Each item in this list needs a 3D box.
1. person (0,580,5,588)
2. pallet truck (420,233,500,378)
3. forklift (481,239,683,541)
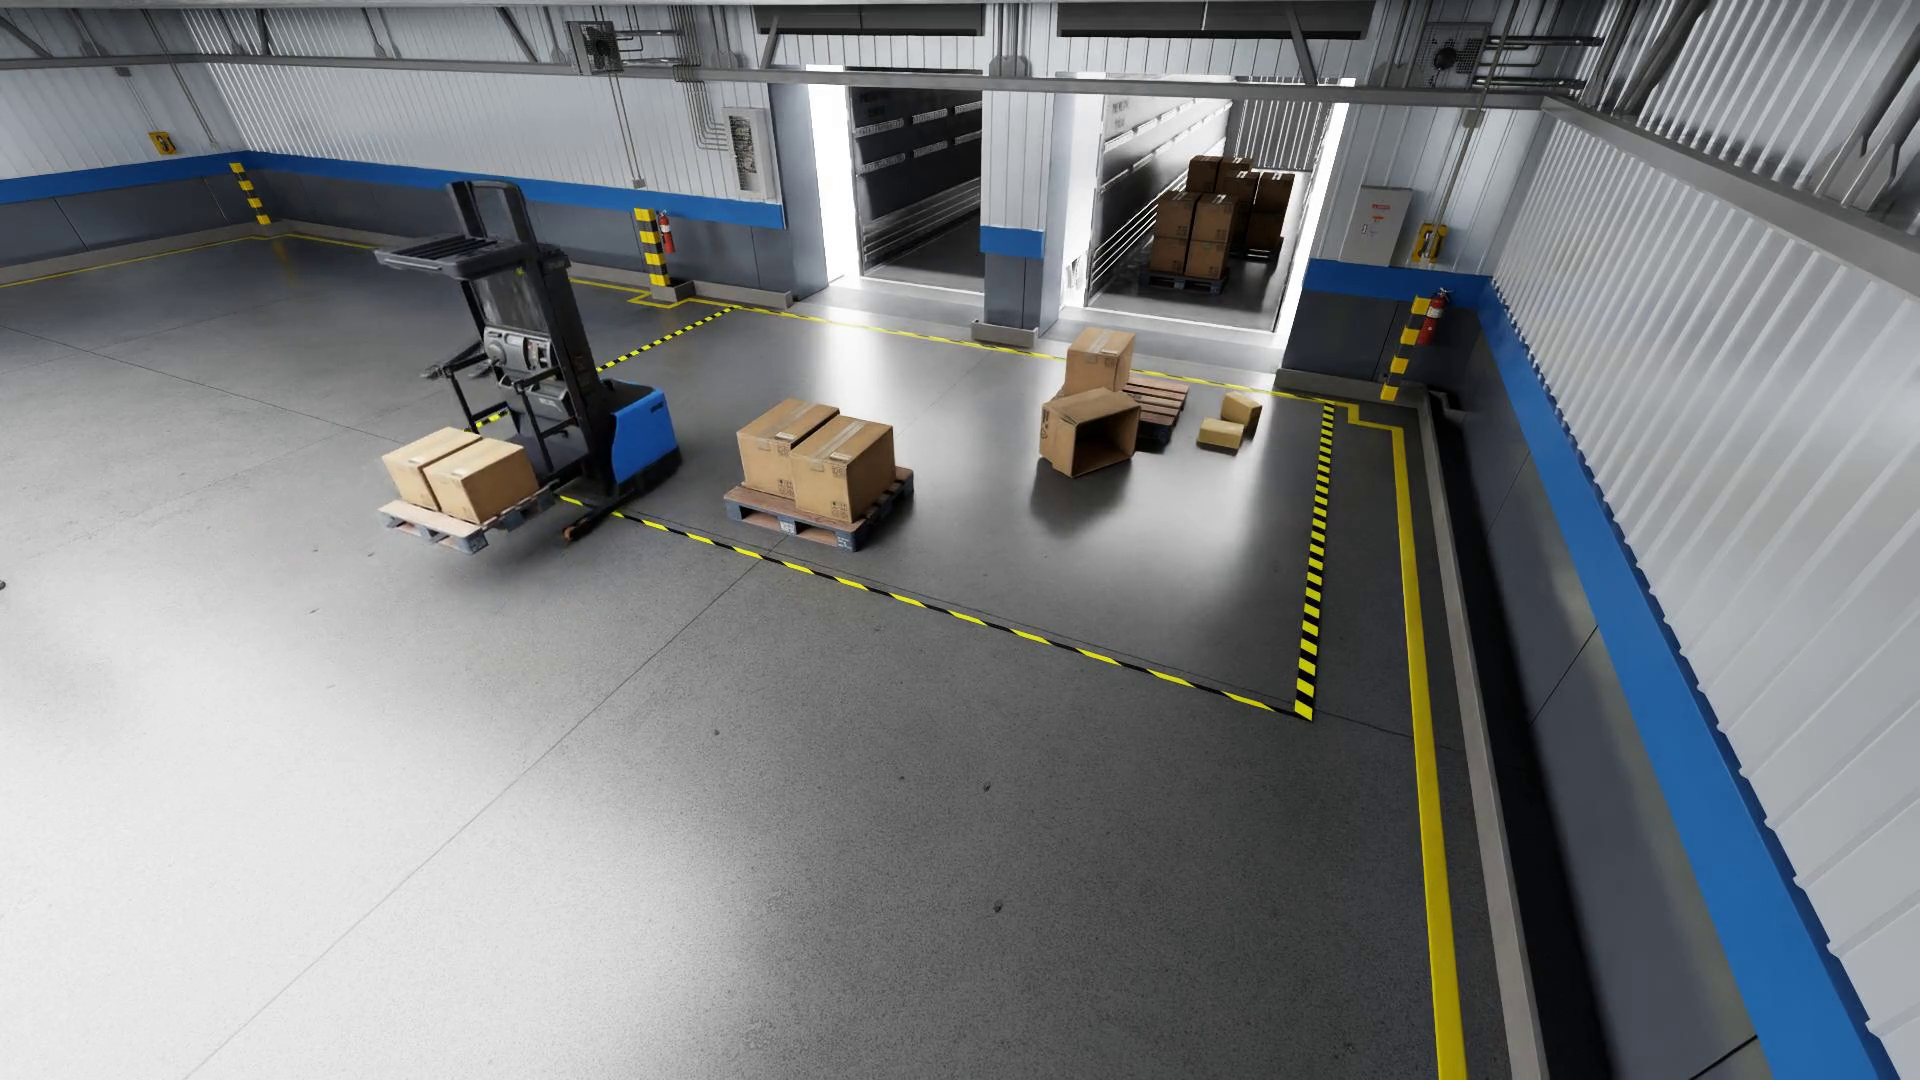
[{"bbox_3d":[-6.954,-0.387,4.552,0.403,1.946,0.606,16,38,21],"label":"person"},{"bbox_3d":[-5.664,-2.712,8.427,0.680,1.201,1.601,0,35,-1],"label":"pallet truck"},{"bbox_3d":[-2.967,-1.326,5.792,0.716,2.013,0.776,14,38,19],"label":"forklift"}]
